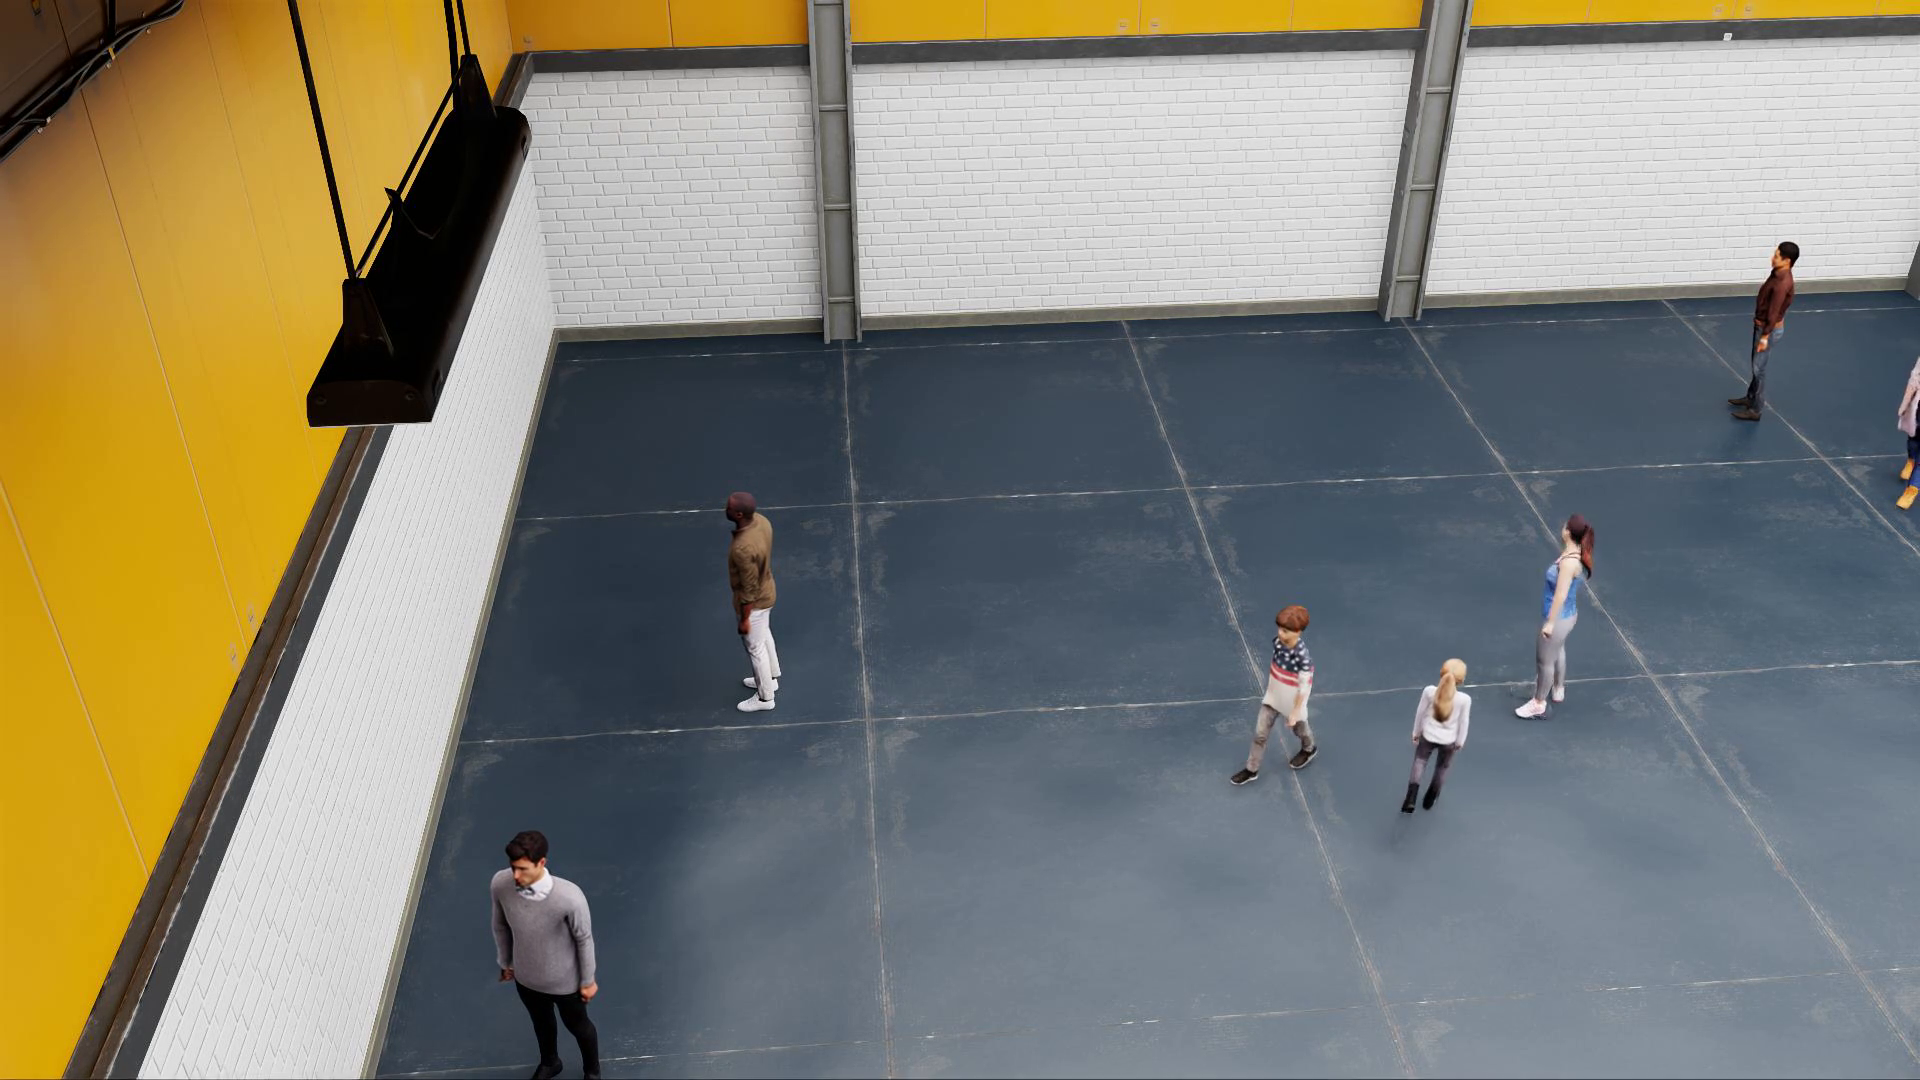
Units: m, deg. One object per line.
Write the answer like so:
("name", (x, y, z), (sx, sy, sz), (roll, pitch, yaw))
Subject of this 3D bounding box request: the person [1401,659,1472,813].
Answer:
("person", (3.188, 1.352, 11.121), (0.721, 1.267, 0.740), (16, 37, 23))

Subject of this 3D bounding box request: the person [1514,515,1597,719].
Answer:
("person", (4.305, 0.581, 11.990), (0.768, 1.590, 0.767), (9, 35, 13))

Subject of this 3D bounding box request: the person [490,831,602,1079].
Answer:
("person", (-2.235, 2.323, 9.067), (0.718, 1.923, 0.887), (9, 35, 14))

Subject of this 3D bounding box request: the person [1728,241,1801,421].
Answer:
("person", (7.619, -1.977, 15.672), (0.679, 1.774, 0.713), (11, 35, 16))

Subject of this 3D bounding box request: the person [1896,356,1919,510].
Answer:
("person", (8.538, -1.166, 14.519), (1.135, 1.698, 1.207), (26, 42, 34))

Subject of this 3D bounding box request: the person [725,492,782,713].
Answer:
("person", (-1.496, 0.430, 12.005), (0.627, 1.825, 0.767), (3, 34, 4))

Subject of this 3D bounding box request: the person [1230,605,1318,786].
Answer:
("person", (2.302, 1.053, 11.442), (1.017, 1.410, 0.854), (-23, 40, -30))
